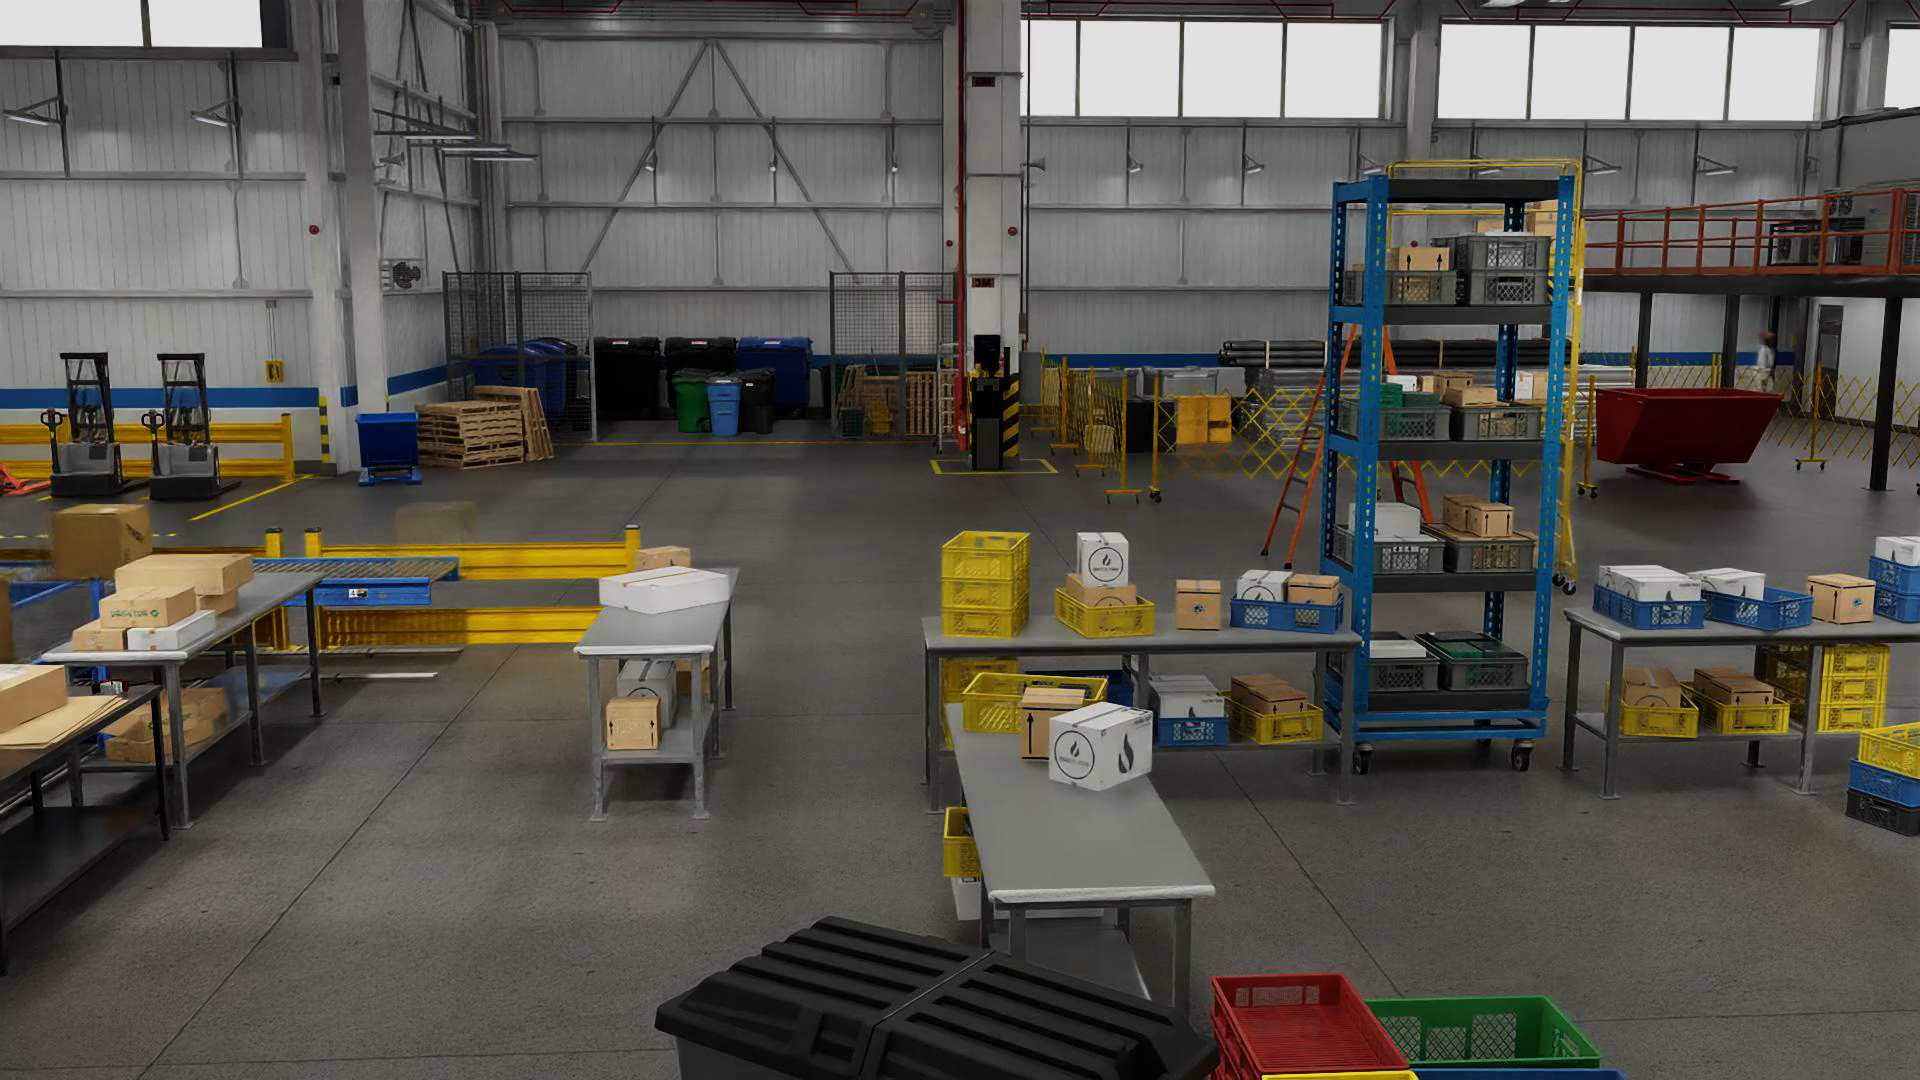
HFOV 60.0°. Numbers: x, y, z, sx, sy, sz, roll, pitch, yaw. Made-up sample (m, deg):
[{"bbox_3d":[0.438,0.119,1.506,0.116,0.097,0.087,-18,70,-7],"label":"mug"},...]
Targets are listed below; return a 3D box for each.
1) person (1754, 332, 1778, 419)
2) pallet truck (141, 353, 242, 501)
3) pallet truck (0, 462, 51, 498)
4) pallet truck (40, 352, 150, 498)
[{"bbox_3d":[16.898,-3.435,34.886,0.610,1.842,0.672,-7,11,-37],"label":"person"},{"bbox_3d":[-10.520,-1.604,22.925,0.823,1.965,1.885,-1,9,-6],"label":"pallet truck"},{"bbox_3d":[-13.193,-1.293,23.148,0.653,1.274,1.630,-1,9,-4],"label":"pallet truck"},{"bbox_3d":[-11.907,-1.642,23.165,0.823,1.965,1.885,0,9,0],"label":"pallet truck"}]
